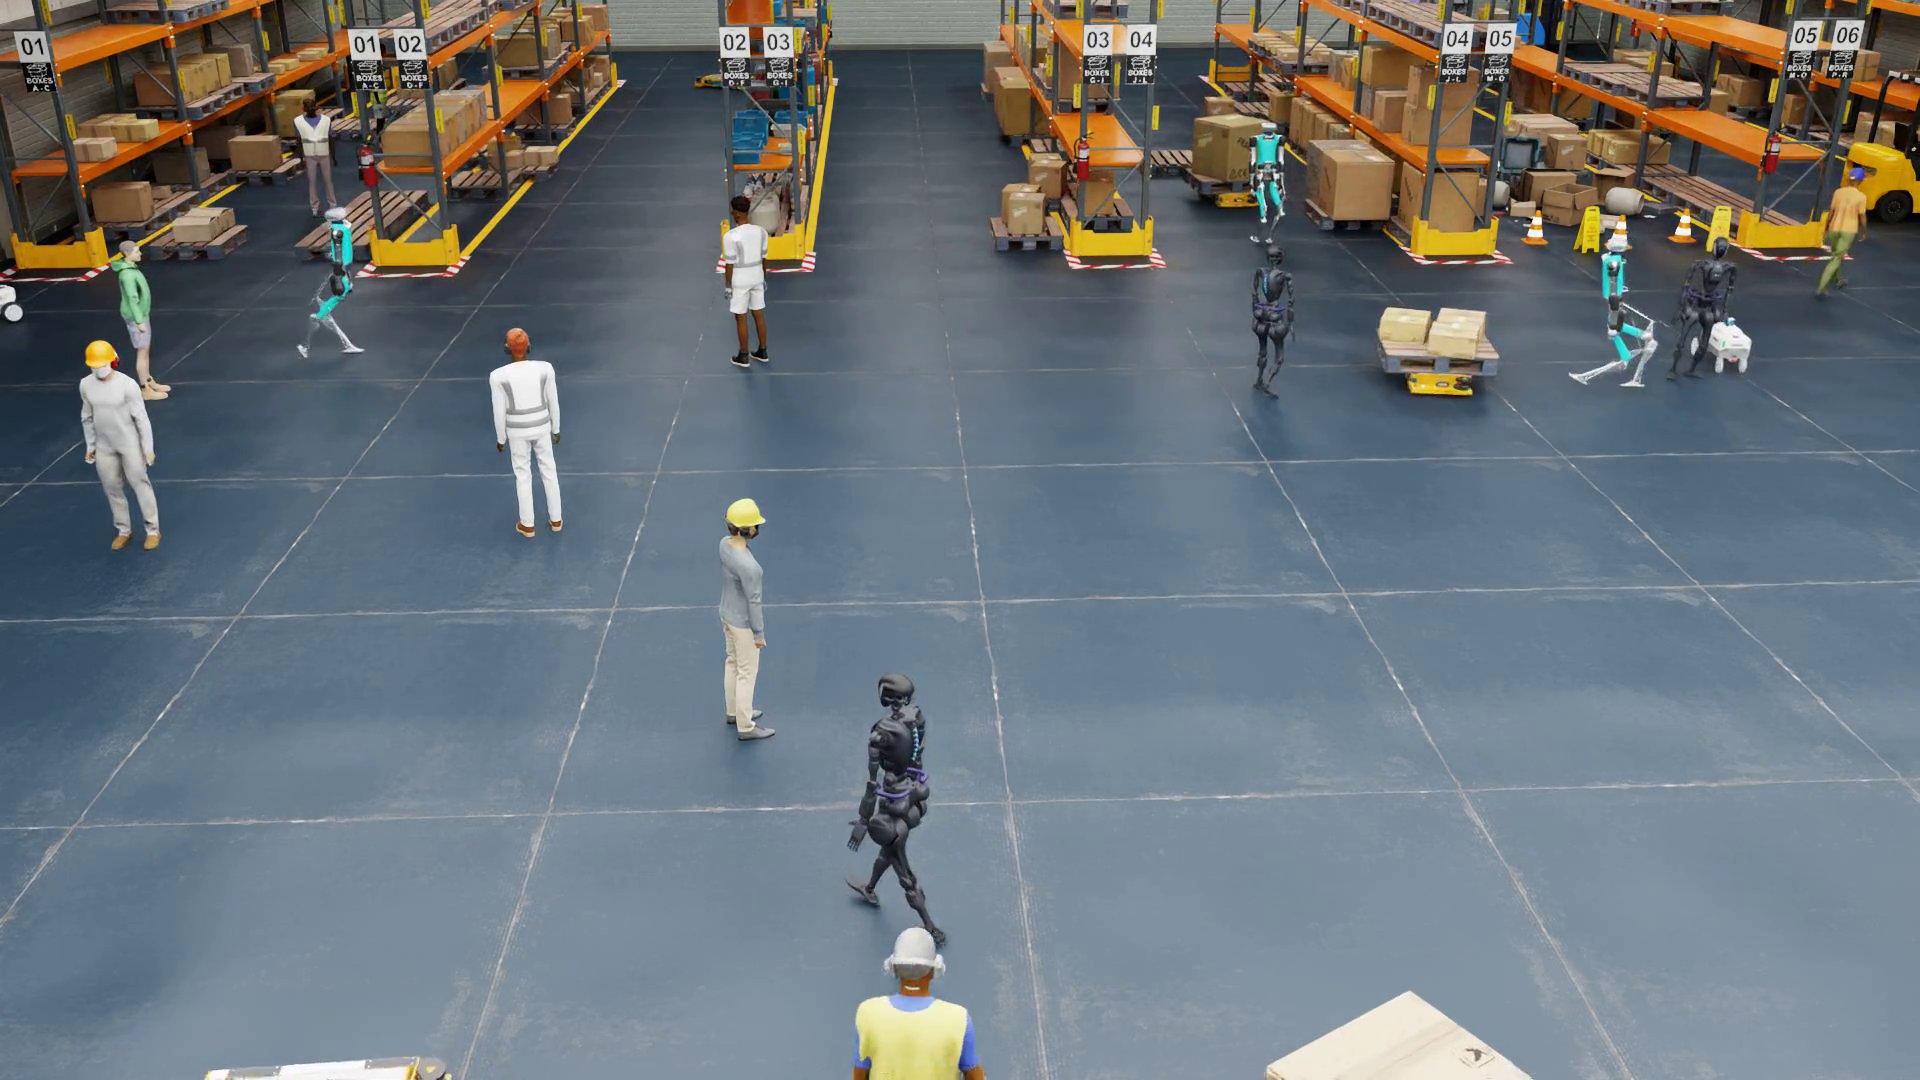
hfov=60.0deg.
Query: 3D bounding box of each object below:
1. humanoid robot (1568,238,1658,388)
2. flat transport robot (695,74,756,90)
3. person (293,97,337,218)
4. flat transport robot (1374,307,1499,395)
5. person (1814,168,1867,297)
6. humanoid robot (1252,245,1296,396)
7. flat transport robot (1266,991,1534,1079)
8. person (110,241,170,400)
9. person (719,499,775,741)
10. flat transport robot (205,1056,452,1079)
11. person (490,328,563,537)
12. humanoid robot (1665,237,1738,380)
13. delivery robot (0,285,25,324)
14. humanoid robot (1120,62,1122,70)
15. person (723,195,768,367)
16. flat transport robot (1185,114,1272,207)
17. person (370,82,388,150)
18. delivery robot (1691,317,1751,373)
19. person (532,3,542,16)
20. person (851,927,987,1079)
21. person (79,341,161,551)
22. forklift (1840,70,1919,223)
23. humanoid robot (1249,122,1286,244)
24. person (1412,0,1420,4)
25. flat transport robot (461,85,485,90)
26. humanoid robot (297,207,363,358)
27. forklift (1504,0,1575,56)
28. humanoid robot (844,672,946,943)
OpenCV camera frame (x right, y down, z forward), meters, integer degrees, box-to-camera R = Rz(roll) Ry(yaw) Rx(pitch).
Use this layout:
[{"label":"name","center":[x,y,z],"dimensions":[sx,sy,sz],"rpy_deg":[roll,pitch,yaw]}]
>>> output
[{"label":"humanoid robot","center":[7.252,-2.397,18.050],"dimensions":[1.048,1.714,0.530],"rpy_deg":[7,25,16]},{"label":"flat transport robot","center":[-5.275,-10.462,37.979],"dimensions":[1.431,0.231,0.659],"rpy_deg":[11,26,23]},{"label":"person","center":[-10.038,-5.984,25.979],"dimensions":[0.563,1.846,0.391],"rpy_deg":[-12,27,-24]},{"label":"flat transport robot","center":[5.344,-1.950,18.854],"dimensions":[0.659,0.231,1.431],"rpy_deg":[2,24,5]},{"label":"person","center":[11.634,-4.057,21.860],"dimensions":[0.915,1.662,0.469],"rpy_deg":[-16,28,-32]},{"label":"humanoid robot","center":[3.394,-2.396,18.123],"dimensions":[0.552,1.644,0.588],"rpy_deg":[-21,32,-39]},{"label":"flat transport robot","center":[2.076,3.091,7.527],"dimensions":[1.431,0.231,0.659],"rpy_deg":[-15,28,-31]},{"label":"person","center":[-8.905,-2.385,18.032],"dimensions":[0.317,1.736,0.478],"rpy_deg":[-8,25,-17]},{"label":"person","center":[-1.472,0.537,11.436],"dimensions":[0.334,1.756,0.516],"rpy_deg":[-13,27,-28]},{"label":"flat transport robot","center":[-3.256,2.852,8.065],"dimensions":[1.431,0.231,0.659],"rpy_deg":[-2,24,-5]},{"label":"person","center":[-3.791,-0.943,14.608],"dimensions":[0.573,1.882,0.355],"rpy_deg":[-12,27,-25]},{"label":"humanoid robot","center":[8.283,-2.586,18.561],"dimensions":[0.612,1.641,0.326],"rpy_deg":[1,24,3]},{"label":"delivery robot","center":[-12.132,-2.936,20.741],"dimensions":[0.524,0.614,0.786],"rpy_deg":[18,30,35]},{"label":"humanoid robot","center":[3.663,-12.056,39.797],"dimensions":[0.552,1.742,1.047],"rpy_deg":[-14,28,-29]},{"label":"person","center":[-2.454,-2.971,19.082],"dimensions":[0.379,1.958,0.596],"rpy_deg":[21,31,38]},{"label":"flat transport robot","center":[4.389,-5.687,27.250],"dimensions":[0.659,0.231,1.431],"rpy_deg":[-3,24,-7]},{"label":"person","center":[-10.833,-8.167,31.066],"dimensions":[0.319,1.696,0.532],"rpy_deg":[-3,24,-8]},{"label":"delivery robot","center":[8.844,-2.281,19.244],"dimensions":[0.499,0.594,0.778],"rpy_deg":[1,24,3]},{"label":"person","center":[-10.452,-12.662,40.992],"dimensions":[0.414,1.862,0.532],"rpy_deg":[-2,24,-4]},{"label":"person","center":[-0.162,2.460,7.026],"dimensions":[0.632,1.831,1.033],"rpy_deg":[5,24,10]},{"label":"person","center":[-7.246,-0.817,14.330],"dimensions":[0.593,1.883,0.389],"rpy_deg":[1,24,1]},{"label":"forklift","center":[15.132,-6.143,25.915],"dimensions":[2.313,2.155,1.214],"rpy_deg":[-1,24,-2]},{"label":"humanoid robot","center":[4.495,-5.126,24.209],"dimensions":[0.538,1.771,0.880],"rpy_deg":[-2,24,-3]},{"label":"person","center":[11.474,-12.944,41.764],"dimensions":[0.973,1.735,0.672],"rpy_deg":[-13,27,-27]},{"label":"flat transport robot","center":[-10.569,-9.738,36.353],"dimensions":[0.659,0.231,1.431],"rpy_deg":[0,24,-1]},{"label":"humanoid robot","center":[-7.444,-2.954,19.359],"dimensions":[0.916,1.816,0.552],"rpy_deg":[-2,24,-5]},{"label":"forklift","center":[14.700,-13.805,42.301],"dimensions":[1.873,2.768,1.129],"rpy_deg":[-1,24,-2]},{"label":"humanoid robot","center":[-0.394,1.500,9.429],"dimensions":[0.786,1.631,0.600],"rpy_deg":[14,28,29]}]
